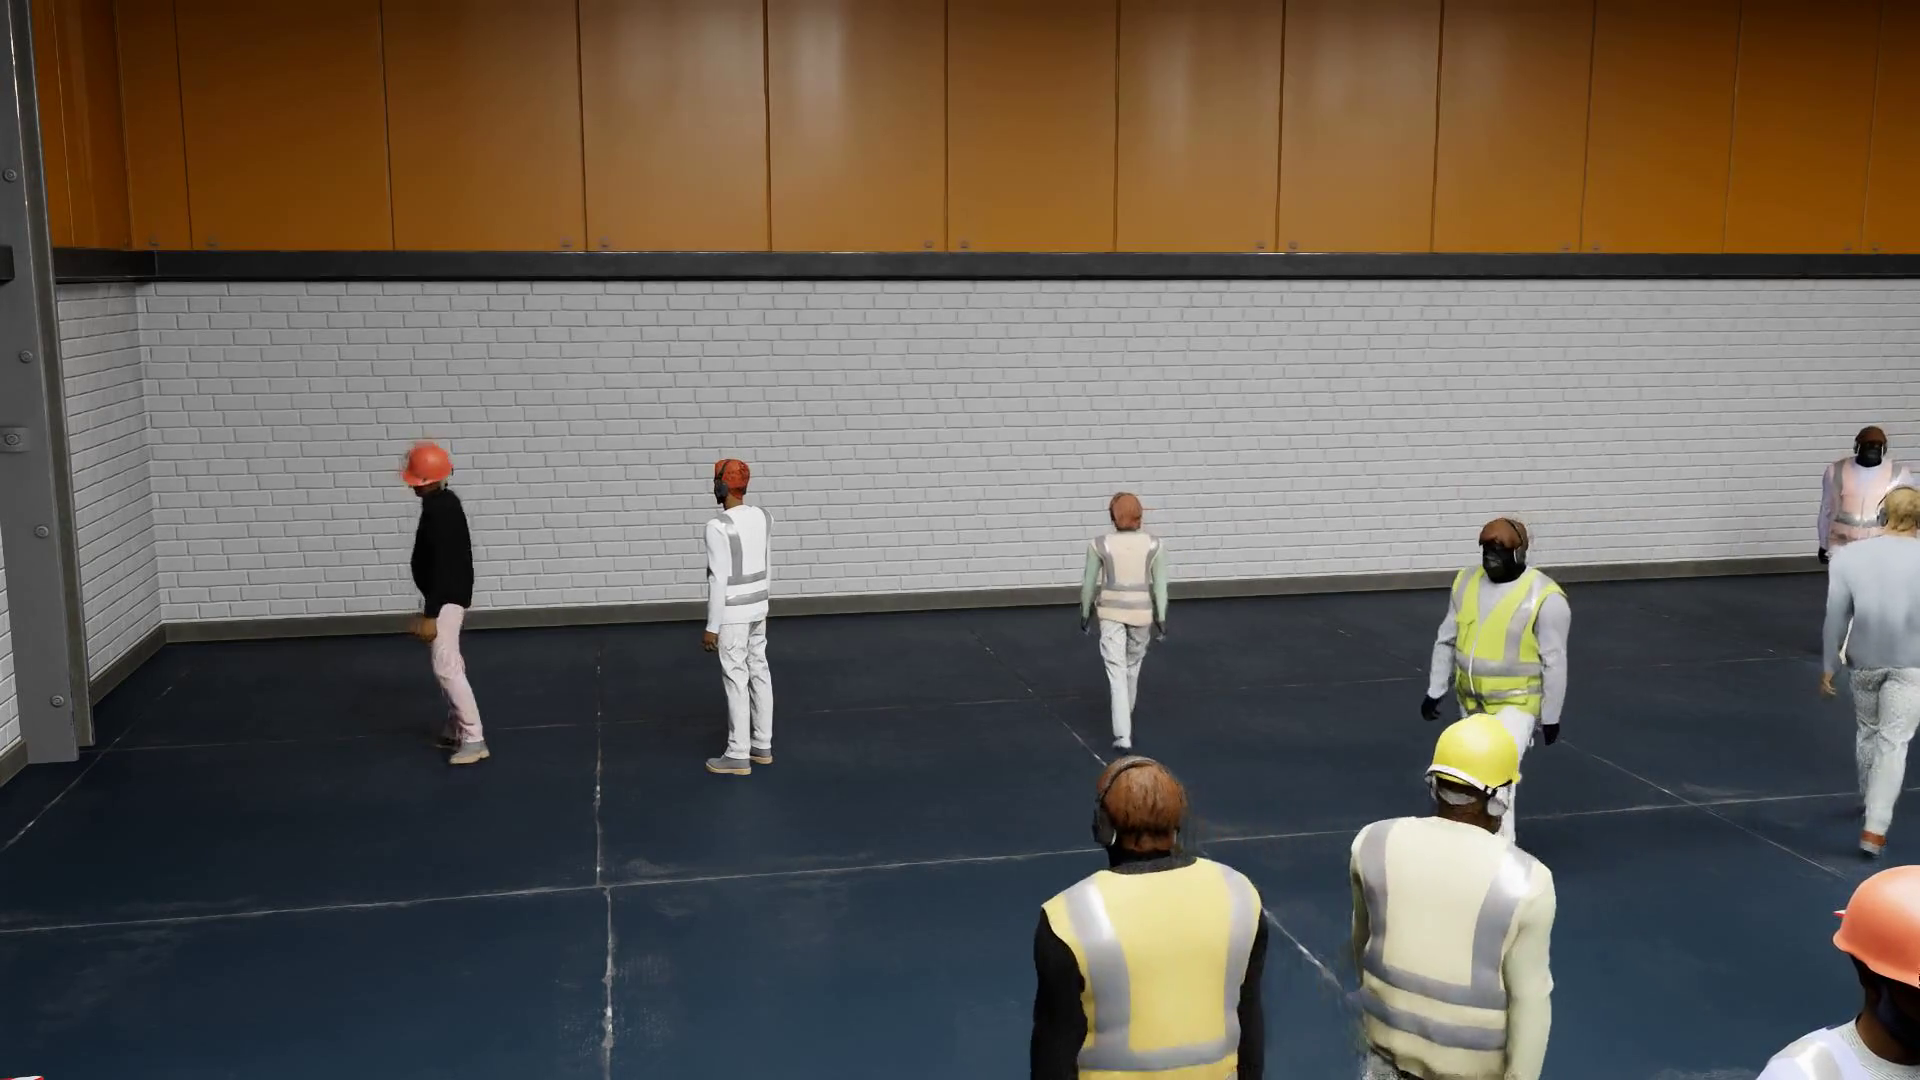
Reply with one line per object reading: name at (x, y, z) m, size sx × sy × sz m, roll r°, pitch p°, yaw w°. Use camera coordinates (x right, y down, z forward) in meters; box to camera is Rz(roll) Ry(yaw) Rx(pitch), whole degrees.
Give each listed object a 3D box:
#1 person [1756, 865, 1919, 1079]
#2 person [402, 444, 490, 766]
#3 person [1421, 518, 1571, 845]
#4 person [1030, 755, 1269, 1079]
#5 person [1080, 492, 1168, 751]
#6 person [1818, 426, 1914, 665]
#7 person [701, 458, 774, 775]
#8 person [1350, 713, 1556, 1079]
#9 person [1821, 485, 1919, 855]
person at (1.718, 1.535, 3.134) m, size 0.551 × 1.935 × 0.375 m, roll -5°, pitch 10°, yaw -26°
person at (-3.125, 0.384, 10.118) m, size 0.408 × 1.953 × 0.732 m, roll -2°, pitch 10°, yaw -13°
person at (2.525, 0.798, 8.015) m, size 0.746 × 1.818 × 0.650 m, roll -5°, pitch 11°, yaw -30°
person at (0.500, 1.452, 4.049) m, size 0.642 × 1.813 × 0.740 m, roll -4°, pitch 10°, yaw -20°
person at (1.033, 0.494, 10.540) m, size 0.532 × 1.589 × 0.896 m, roll -1°, pitch 9°, yaw -7°
person at (6.910, 0.021, 12.732) m, size 0.634 × 1.821 × 0.728 m, roll 6°, pitch 11°, yaw 30°
person at (-1.323, 0.453, 9.894) m, size 0.357 × 1.883 × 0.573 m, roll 5°, pitch 11°, yaw 29°
person at (1.384, 1.358, 4.654) m, size 0.608 × 1.786 × 0.875 m, roll 7°, pitch 12°, yaw 36°
person at (4.854, 0.654, 8.668) m, size 0.647 × 1.893 × 1.009 m, roll 7°, pitch 12°, yaw 38°
